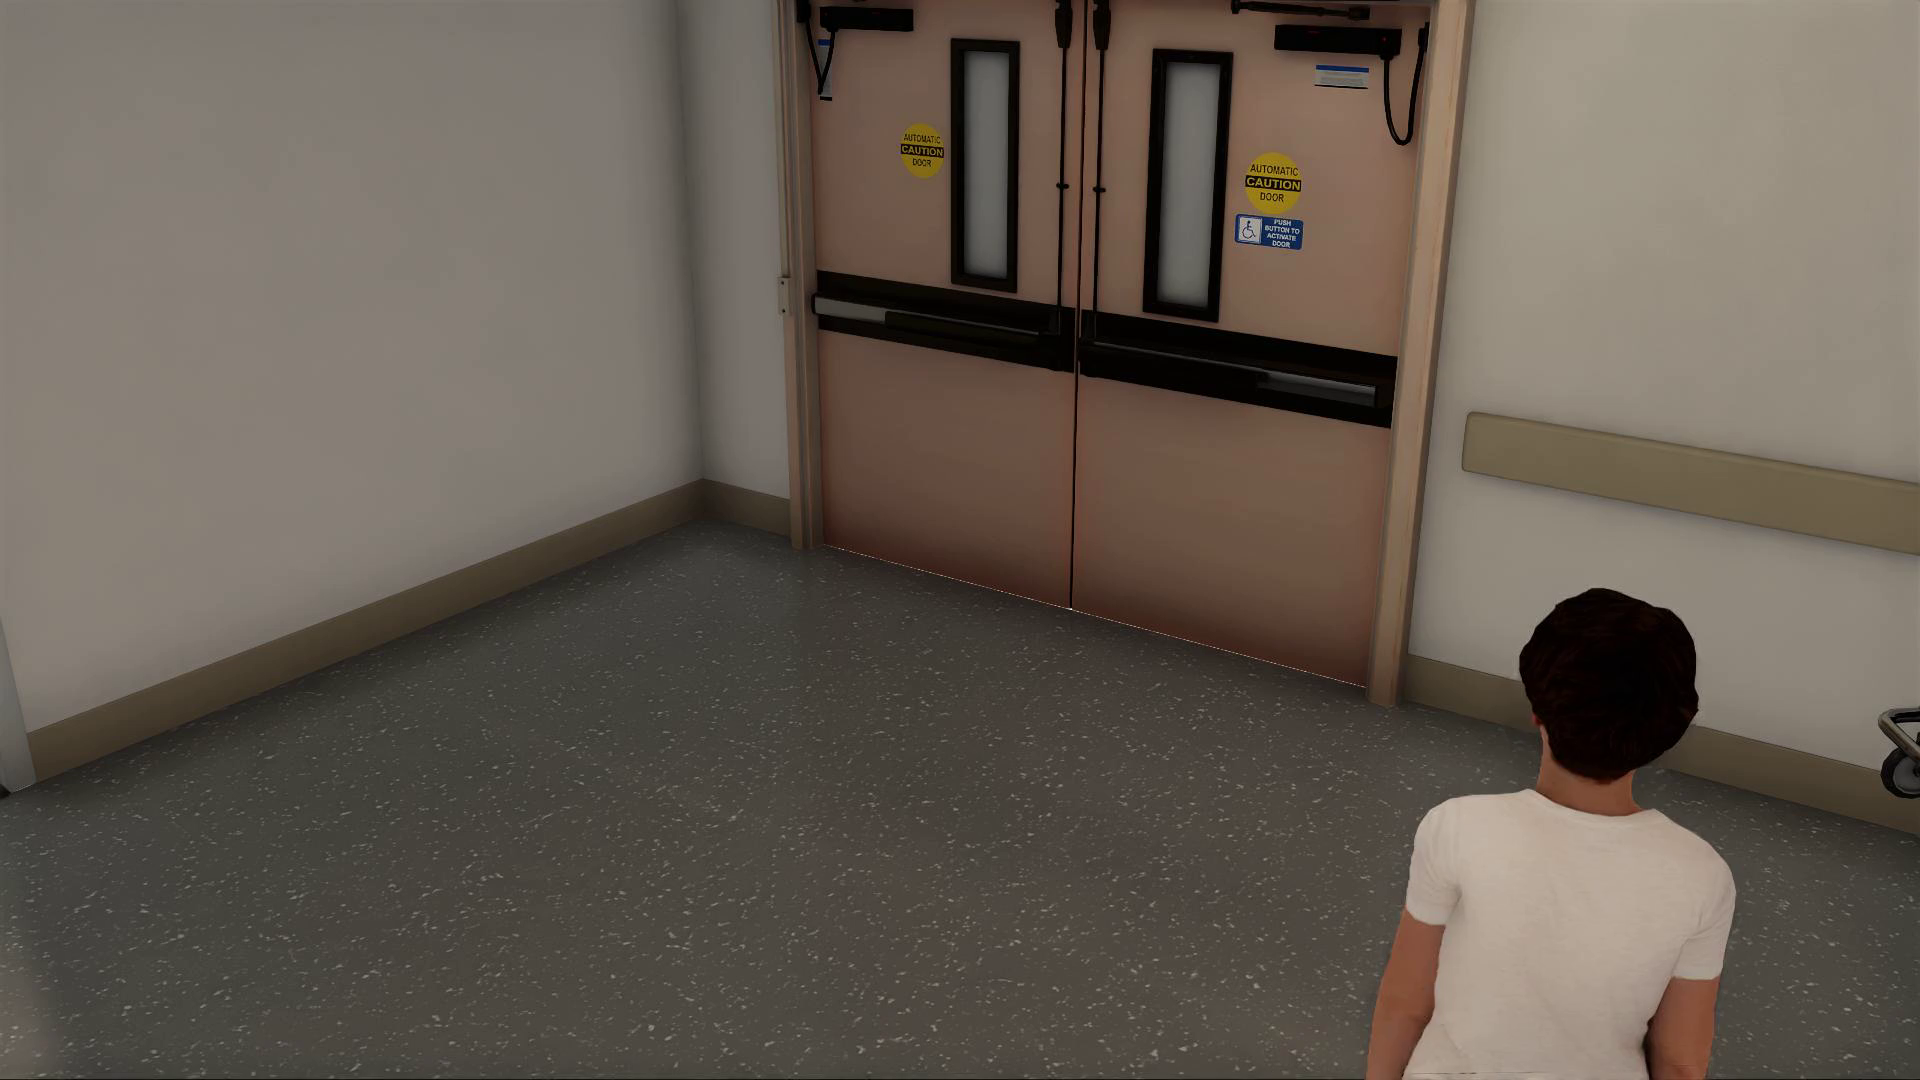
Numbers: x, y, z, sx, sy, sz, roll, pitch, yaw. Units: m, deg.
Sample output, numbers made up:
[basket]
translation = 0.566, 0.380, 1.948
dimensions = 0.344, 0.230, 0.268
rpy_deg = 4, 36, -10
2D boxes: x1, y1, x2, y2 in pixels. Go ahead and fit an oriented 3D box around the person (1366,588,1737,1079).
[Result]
[person]
translation = 0.727, 0.858, 2.216
dimensions = 0.810, 1.646, 0.958
rpy_deg = 4, 21, 10
